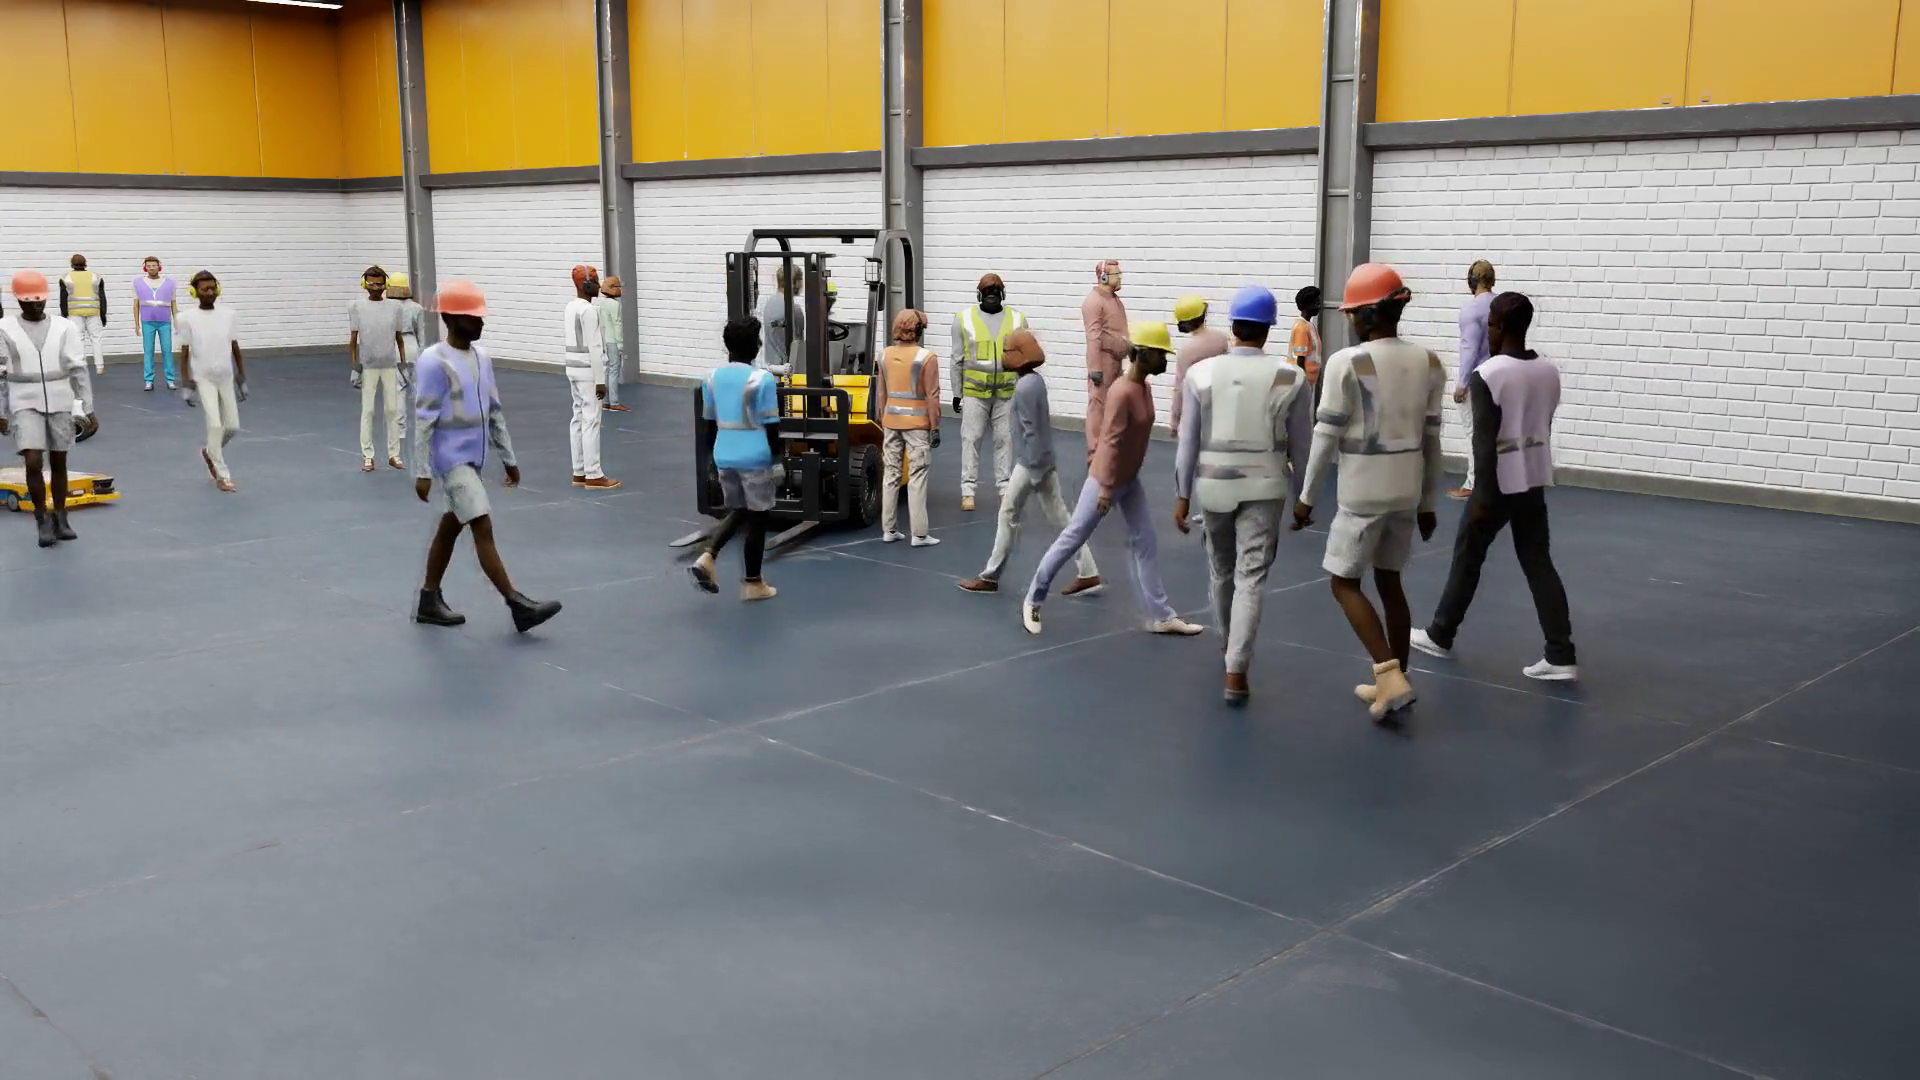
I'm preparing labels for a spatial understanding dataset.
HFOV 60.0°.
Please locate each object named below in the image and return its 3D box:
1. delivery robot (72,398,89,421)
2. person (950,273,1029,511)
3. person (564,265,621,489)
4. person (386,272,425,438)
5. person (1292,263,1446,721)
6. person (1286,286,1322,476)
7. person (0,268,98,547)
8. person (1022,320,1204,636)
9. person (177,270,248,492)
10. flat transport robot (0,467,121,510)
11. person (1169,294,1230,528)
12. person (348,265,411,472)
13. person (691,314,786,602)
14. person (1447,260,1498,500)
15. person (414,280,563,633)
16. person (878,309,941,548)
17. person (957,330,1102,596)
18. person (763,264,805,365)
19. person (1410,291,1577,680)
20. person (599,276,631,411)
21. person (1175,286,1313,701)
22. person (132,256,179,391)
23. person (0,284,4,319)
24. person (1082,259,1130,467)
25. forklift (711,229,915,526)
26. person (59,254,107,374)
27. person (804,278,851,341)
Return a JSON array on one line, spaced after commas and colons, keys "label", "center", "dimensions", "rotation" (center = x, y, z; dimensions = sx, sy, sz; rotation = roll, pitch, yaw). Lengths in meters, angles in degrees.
[{"label": "delivery robot", "center": [-9.417, -1.345, 17.275], "dimensions": [0.707, 0.478, 0.477], "rotation": [-3, 11, -17]}, {"label": "person", "center": [0.238, -1.143, 12.920], "dimensions": [0.630, 1.842, 0.429], "rotation": [-2, 11, -9]}, {"label": "person", "center": [-3.134, -1.367, 14.031], "dimensions": [0.356, 1.883, 0.574], "rotation": [-7, 13, -34]}, {"label": "person", "center": [-5.890, -1.948, 17.582], "dimensions": [0.484, 1.744, 0.295], "rotation": [-9, 14, -42]}, {"label": "person", "center": [1.852, -0.185, 7.250], "dimensions": [0.614, 2.014, 0.618], "rotation": [-5, 12, -27]}, {"label": "person", "center": [3.052, -1.411, 14.806], "dimensions": [0.321, 1.690, 0.529], "rotation": [4, 11, 20]}, {"label": "person", "center": [-6.297, -0.908, 11.460], "dimensions": [0.574, 1.898, 0.666], "rotation": [-9, 13, -39]}, {"label": "person", "center": [0.777, -0.326, 8.861], "dimensions": [0.973, 1.698, 0.562], "rotation": [5, 12, 26]}, {"label": "person", "center": [-6.282, -1.339, 13.972], "dimensions": [0.633, 1.850, 0.535], "rotation": [9, 14, 42]}, {"label": "flat transport robot", "center": [-7.458, -0.422, 13.272], "dimensions": [1.431, 0.197, 0.652], "rotation": [6, 12, 28]}, {"label": "person", "center": [1.770, -0.913, 11.990], "dimensions": [0.426, 1.715, 0.588], "rotation": [9, 14, 42]}, {"label": "person", "center": [-5.275, -1.558, 15.127], "dimensions": [0.521, 1.865, 0.328], "rotation": [-6, 12, -30]}, {"label": "person", "center": [-1.272, -0.452, 9.586], "dimensions": [0.539, 1.683, 0.444], "rotation": [8, 13, 39]}, {"label": "person", "center": [4.188, -1.277, 13.392], "dimensions": [0.633, 1.936, 0.353], "rotation": [-10, 14, -43]}, {"label": "person", "center": [-2.585, -0.436, 8.932], "dimensions": [0.972, 1.884, 0.571], "rotation": [3, 11, 16]}, {"label": "person", "center": [-0.350, -0.765, 11.433], "dimensions": [0.518, 1.632, 0.312], "rotation": [7, 13, 35]}, {"label": "person", "center": [0.441, -0.447, 9.813], "dimensions": [0.863, 1.586, 0.507], "rotation": [3, 11, 15]}, {"label": "person", "center": [-1.555, -1.403, 14.146], "dimensions": [0.801, 1.914, 0.638], "rotation": [-5, 11, -24]}, {"label": "person", "center": [2.669, -0.271, 8.118], "dimensions": [0.612, 1.862, 1.021], "rotation": [-6, 12, -30]}, {"label": "person", "center": [-4.227, -2.387, 20.269], "dimensions": [0.264, 1.632, 0.507], "rotation": [-7, 12, -32]}, {"label": "person", "center": [1.341, -0.236, 7.840], "dimensions": [0.621, 1.898, 1.000], "rotation": [4, 11, 22]}, {"label": "person", "center": [-11.087, -2.986, 22.956], "dimensions": [0.563, 1.847, 0.388], "rotation": [-5, 12, -27]}, {"label": "person", "center": [-12.440, -2.680, 21.299], "dimensions": [0.435, 1.845, 0.589], "rotation": [4, 11, 21]}, {"label": "person", "center": [1.359, -1.613, 15.293], "dimensions": [0.407, 1.913, 0.641], "rotation": [5, 11, 23]}, {"label": "forklift", "center": [-1.050, -1.319, 12.920], "dimensions": [1.214, 2.155, 2.313], "rotation": [2, 11, 13]}, {"label": "person", "center": [-13.467, -3.455, 25.556], "dimensions": [0.667, 1.842, 0.429], "rotation": [-8, 13, -37]}, {"label": "person", "center": [-1.240, -1.517, 15.274], "dimensions": [0.528, 1.786, 0.464], "rotation": [-5, 11, -23]}]
